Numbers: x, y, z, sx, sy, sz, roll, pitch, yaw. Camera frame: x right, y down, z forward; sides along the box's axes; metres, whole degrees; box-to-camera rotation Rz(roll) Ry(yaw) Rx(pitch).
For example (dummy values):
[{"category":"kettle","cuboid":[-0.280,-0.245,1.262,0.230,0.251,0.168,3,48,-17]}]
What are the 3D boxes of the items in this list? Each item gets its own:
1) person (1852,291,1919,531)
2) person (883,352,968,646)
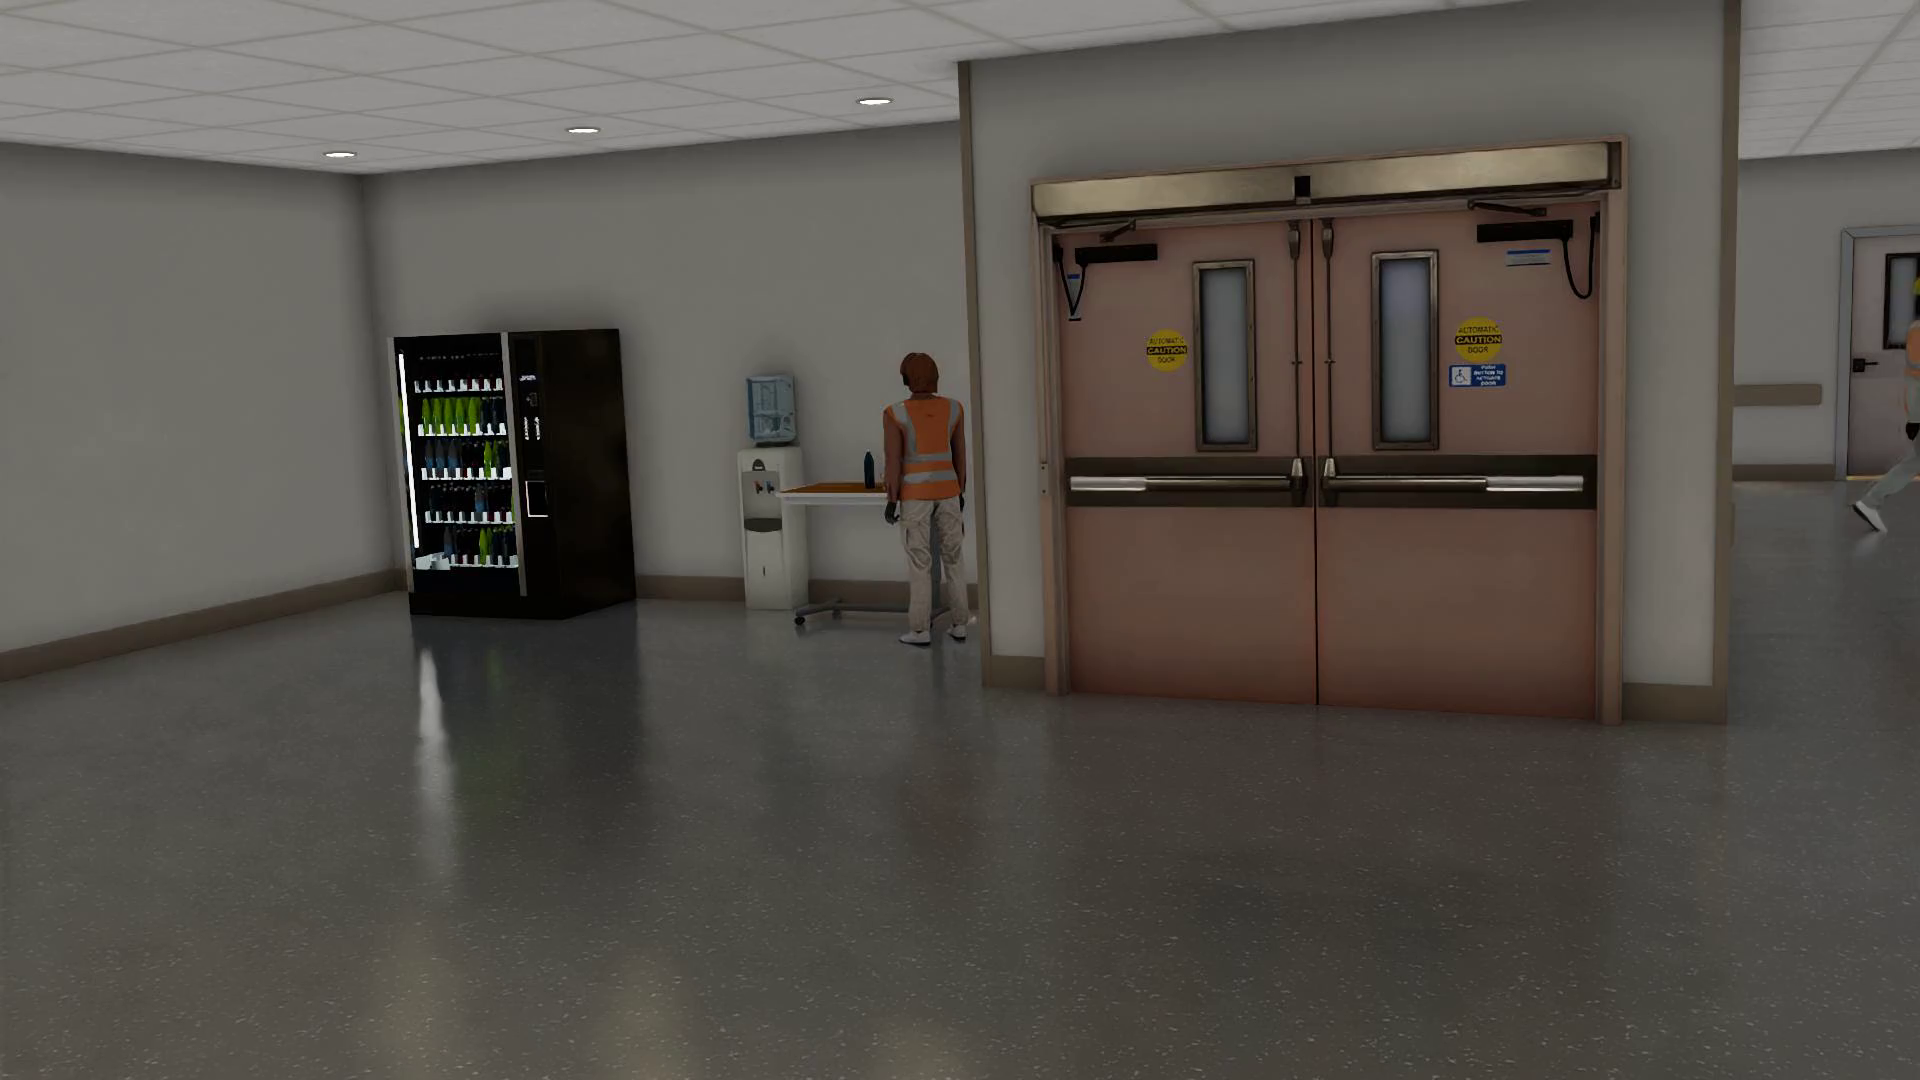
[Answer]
[{"category":"person","cuboid":[6.843,-0.961,11.815,0.904,1.898,0.588,4,10,42]},{"category":"person","cuboid":[-0.184,-0.227,9.311,0.514,1.642,0.314,-6,8,-26]}]
